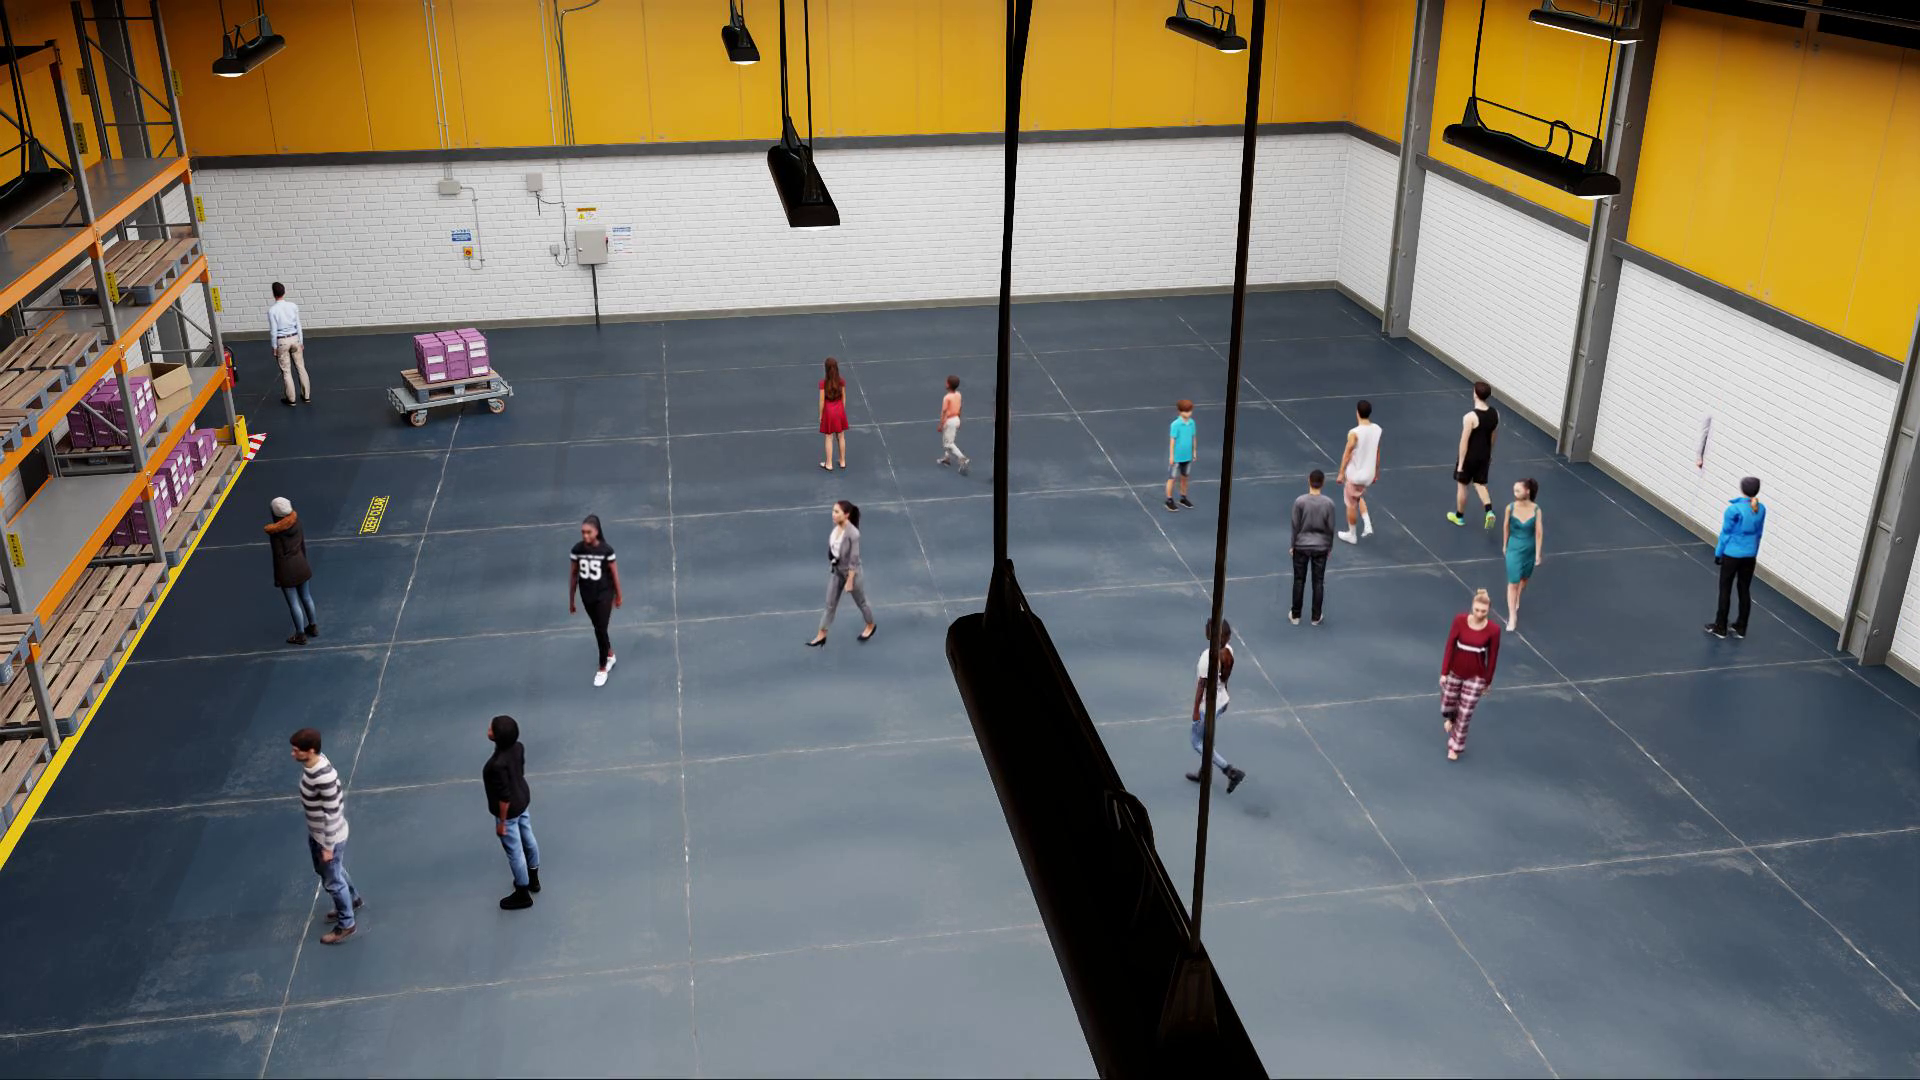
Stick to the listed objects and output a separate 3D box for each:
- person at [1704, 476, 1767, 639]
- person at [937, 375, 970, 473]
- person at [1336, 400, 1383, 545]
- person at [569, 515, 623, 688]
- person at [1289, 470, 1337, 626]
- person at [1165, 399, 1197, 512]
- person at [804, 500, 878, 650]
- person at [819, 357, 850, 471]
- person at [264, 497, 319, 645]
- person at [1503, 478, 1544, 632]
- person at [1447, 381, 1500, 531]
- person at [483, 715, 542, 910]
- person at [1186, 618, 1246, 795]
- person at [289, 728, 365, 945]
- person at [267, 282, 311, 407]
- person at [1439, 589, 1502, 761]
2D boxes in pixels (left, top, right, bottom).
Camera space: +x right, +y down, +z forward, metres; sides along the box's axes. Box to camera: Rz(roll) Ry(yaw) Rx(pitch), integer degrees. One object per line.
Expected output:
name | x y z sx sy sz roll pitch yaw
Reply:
person | 8.262 0.183 17.618 0.638 1.791 0.613 -2 24 -4
person | -0.086 -1.548 22.191 0.872 1.299 0.792 18 29 35
person | 4.813 -0.762 19.804 0.785 1.771 0.848 -14 27 -29
person | -3.654 0.552 16.874 0.824 1.709 0.990 5 24 11
person | 3.773 0.079 17.895 0.678 1.760 0.628 3 24 7
person | 2.778 -1.093 20.959 0.569 1.451 0.565 -11 26 -24
person | -1.100 0.367 17.402 1.004 1.625 1.118 -17 29 -33
person | -1.698 -1.704 22.233 0.615 1.551 0.676 -11 26 -24
person | -7.044 0.310 17.523 0.797 1.634 0.701 9 25 19
person | 6.078 0.113 17.961 0.864 1.644 1.076 7 24 15
person | 6.311 -0.989 20.191 0.792 1.877 1.063 -9 25 -19
person | -3.561 2.144 13.243 0.700 1.701 0.582 4 24 9
person | 2.279 1.501 14.709 0.962 1.704 0.892 17 29 34
person | -4.849 2.237 12.852 0.863 1.844 0.754 -14 27 -29
person | -9.963 -2.905 24.612 0.790 1.846 0.754 20 31 38
person | 4.698 1.212 15.390 0.813 1.690 0.879 12 26 25
